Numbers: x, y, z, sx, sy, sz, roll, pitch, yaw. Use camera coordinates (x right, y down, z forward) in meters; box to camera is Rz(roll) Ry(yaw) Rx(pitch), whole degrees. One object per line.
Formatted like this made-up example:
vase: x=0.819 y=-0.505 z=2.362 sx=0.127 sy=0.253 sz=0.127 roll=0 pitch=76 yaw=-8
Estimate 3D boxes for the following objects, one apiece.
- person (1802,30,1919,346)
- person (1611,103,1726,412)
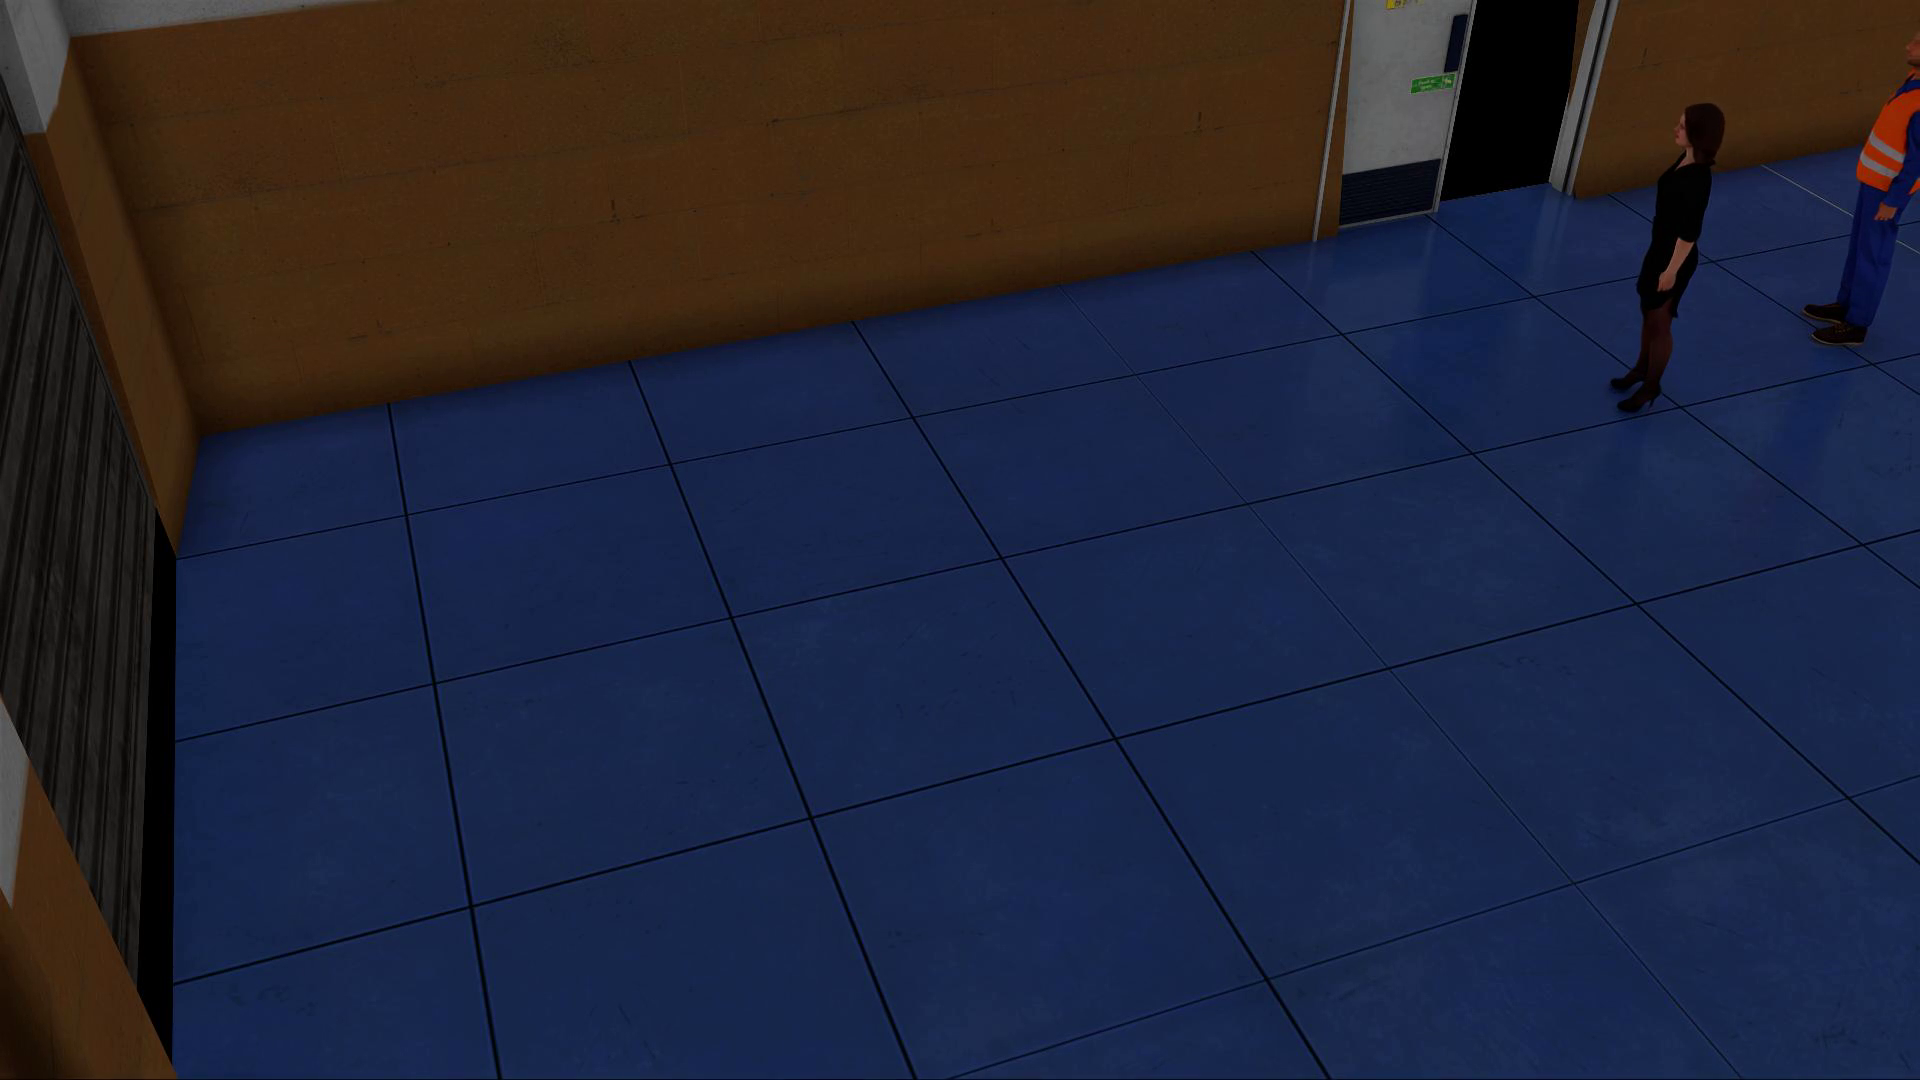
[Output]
person: x=5.143 y=-1.965 z=9.215 sx=0.853 sy=1.863 sz=0.752 roll=9 pitch=38 yaw=12
person: x=3.695 y=-1.455 z=8.655 sx=0.721 sy=1.704 sz=0.606 roll=6 pitch=37 yaw=8
